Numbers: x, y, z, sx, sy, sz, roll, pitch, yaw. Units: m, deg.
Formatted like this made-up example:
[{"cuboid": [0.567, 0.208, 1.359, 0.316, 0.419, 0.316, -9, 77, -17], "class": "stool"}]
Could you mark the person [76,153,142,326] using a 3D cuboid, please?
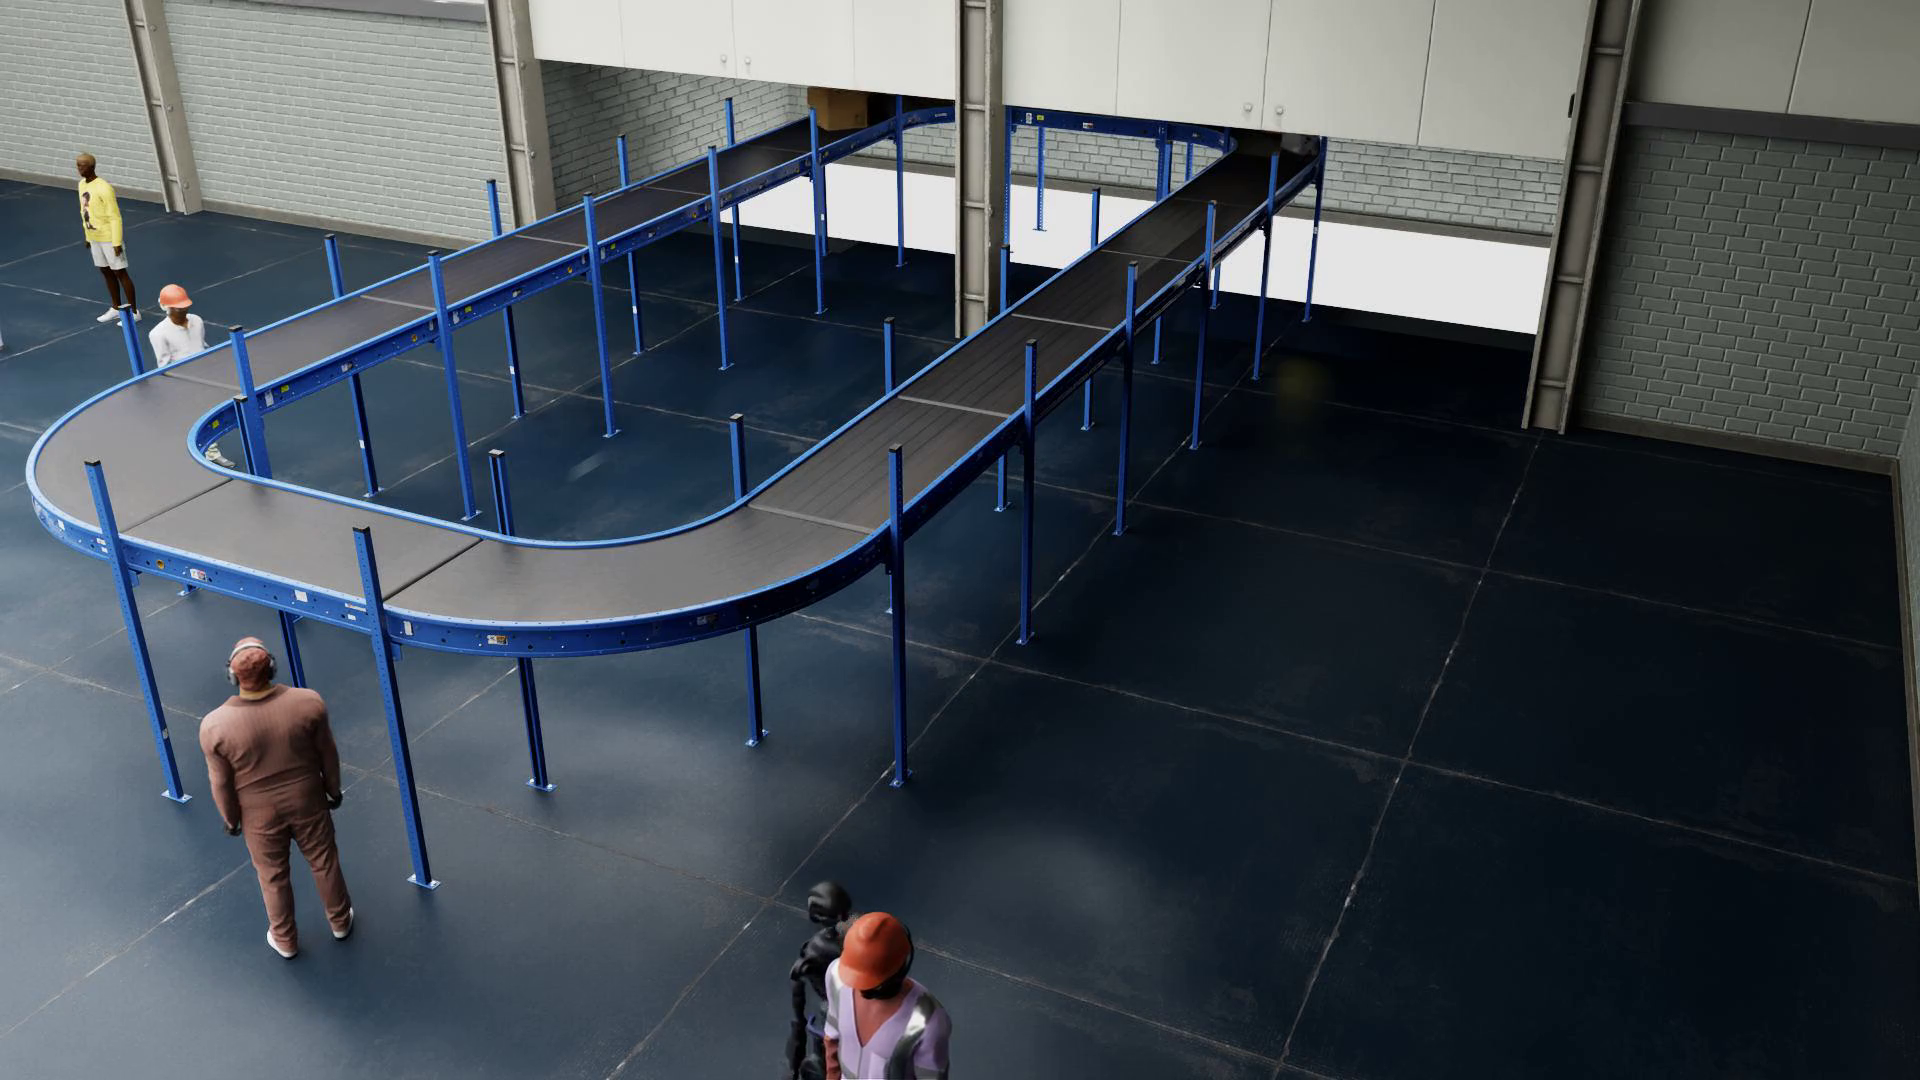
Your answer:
[{"cuboid": [-9.422, -3.313, 18.319, 0.555, 1.898, 0.367, 14, 30, 27], "class": "person"}]

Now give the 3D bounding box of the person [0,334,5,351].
[{"cuboid": [-10.373, -2.810, 17.386, 0.414, 1.831, 0.565, 1, 26, 1], "class": "person"}]

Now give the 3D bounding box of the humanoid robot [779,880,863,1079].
[{"cuboid": [-0.564, 2.228, 7.445, 0.575, 1.644, 0.590, 17, 31, 30], "class": "humanoid robot"}]

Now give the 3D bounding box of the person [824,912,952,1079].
[{"cuboid": [-0.321, 2.337, 6.789, 0.607, 2.035, 0.403, 20, 33, 34], "class": "person"}]

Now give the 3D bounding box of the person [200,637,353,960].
[{"cuboid": [-3.619, 1.374, 8.868, 0.642, 1.907, 0.412, -15, 30, -28], "class": "person"}]

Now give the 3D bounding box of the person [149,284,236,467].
[{"cuboid": [-6.762, -1.399, 14.623, 0.323, 1.751, 0.560, 9, 28, 18], "class": "person"}]
